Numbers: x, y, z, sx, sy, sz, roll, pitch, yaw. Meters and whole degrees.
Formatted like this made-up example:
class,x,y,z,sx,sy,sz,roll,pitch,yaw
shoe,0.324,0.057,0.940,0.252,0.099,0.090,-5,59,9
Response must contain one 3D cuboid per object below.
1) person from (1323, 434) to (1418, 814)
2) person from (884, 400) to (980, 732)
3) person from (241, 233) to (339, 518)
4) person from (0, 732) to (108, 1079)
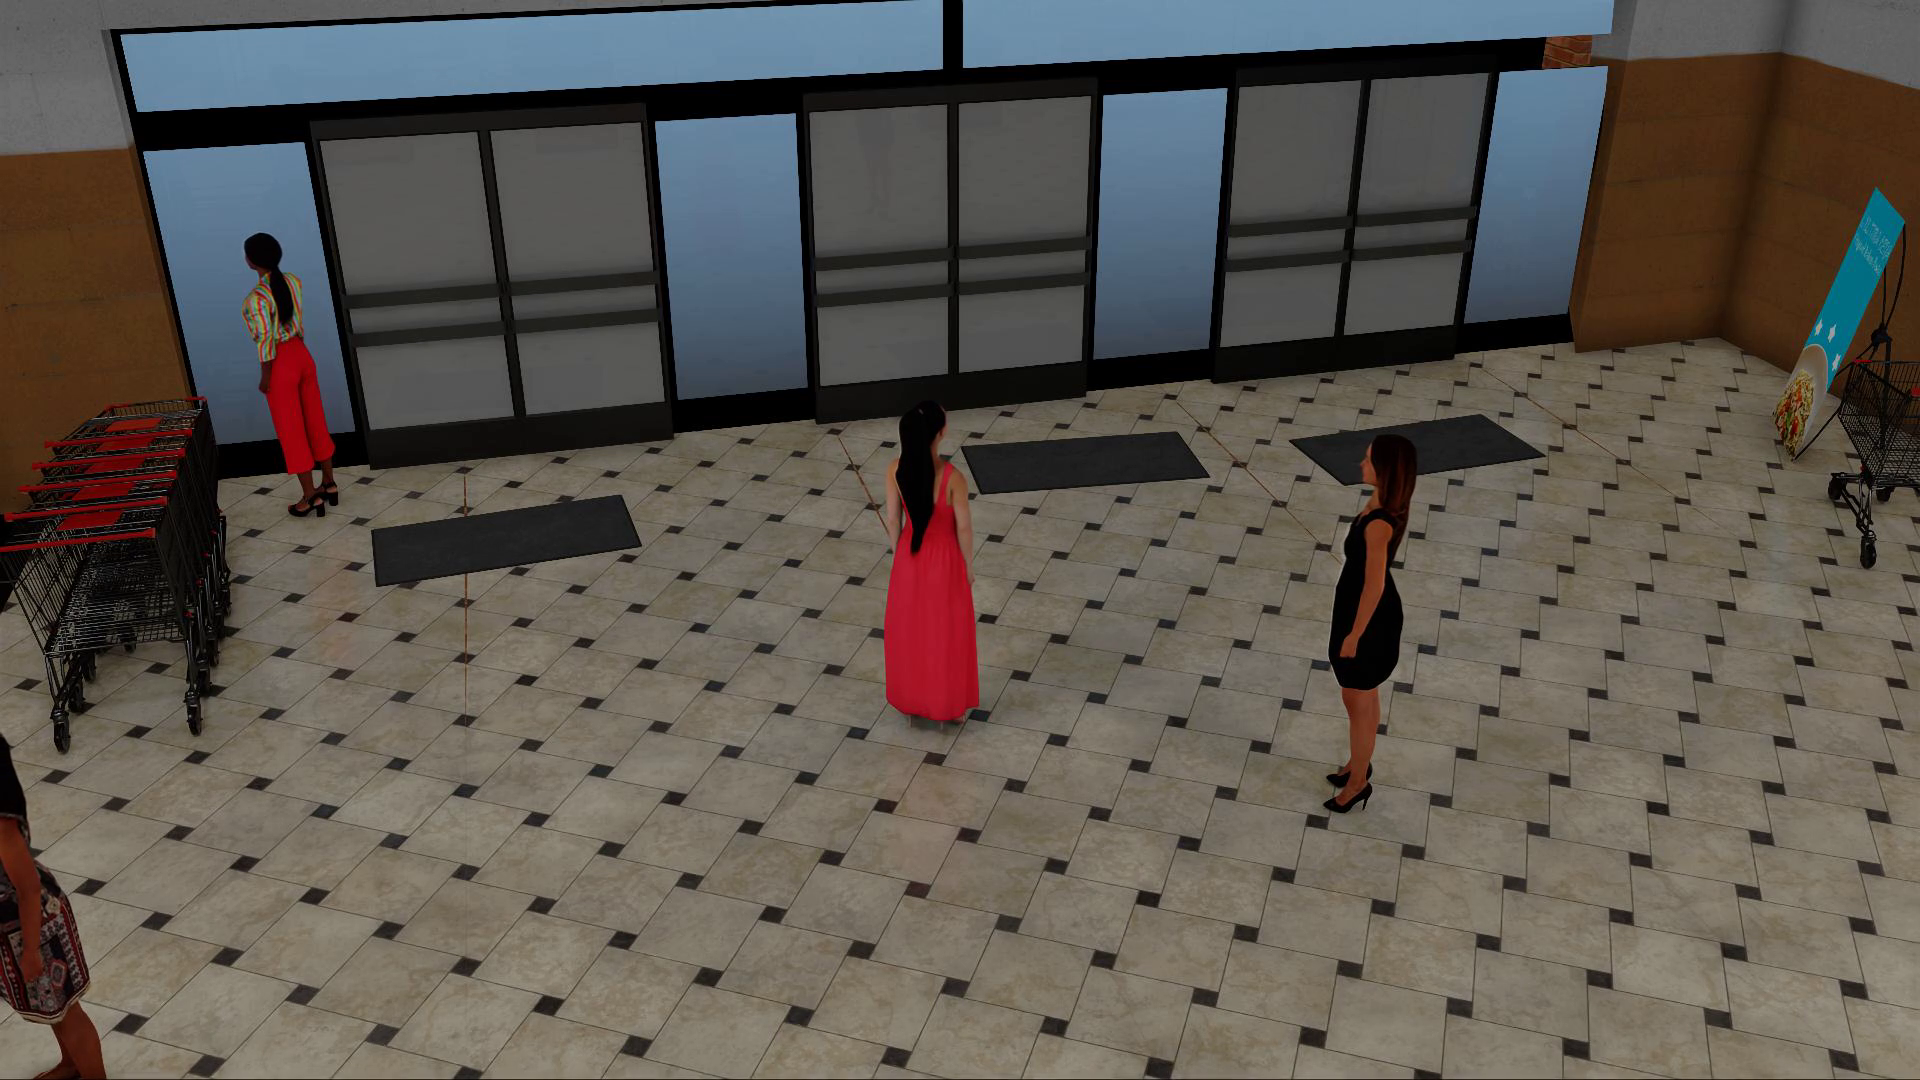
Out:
class,x,y,z,sx,sy,sz,roll,pitch,yaw
person,1.790,0.386,7.317,0.724,1.835,0.627,8,28,16
person,-0.144,0.139,7.922,0.712,1.727,0.746,10,28,18
person,-4.067,-0.992,10.082,0.746,1.792,0.642,8,28,16
person,-3.216,1.306,5.714,0.783,1.645,0.636,-22,34,-37
